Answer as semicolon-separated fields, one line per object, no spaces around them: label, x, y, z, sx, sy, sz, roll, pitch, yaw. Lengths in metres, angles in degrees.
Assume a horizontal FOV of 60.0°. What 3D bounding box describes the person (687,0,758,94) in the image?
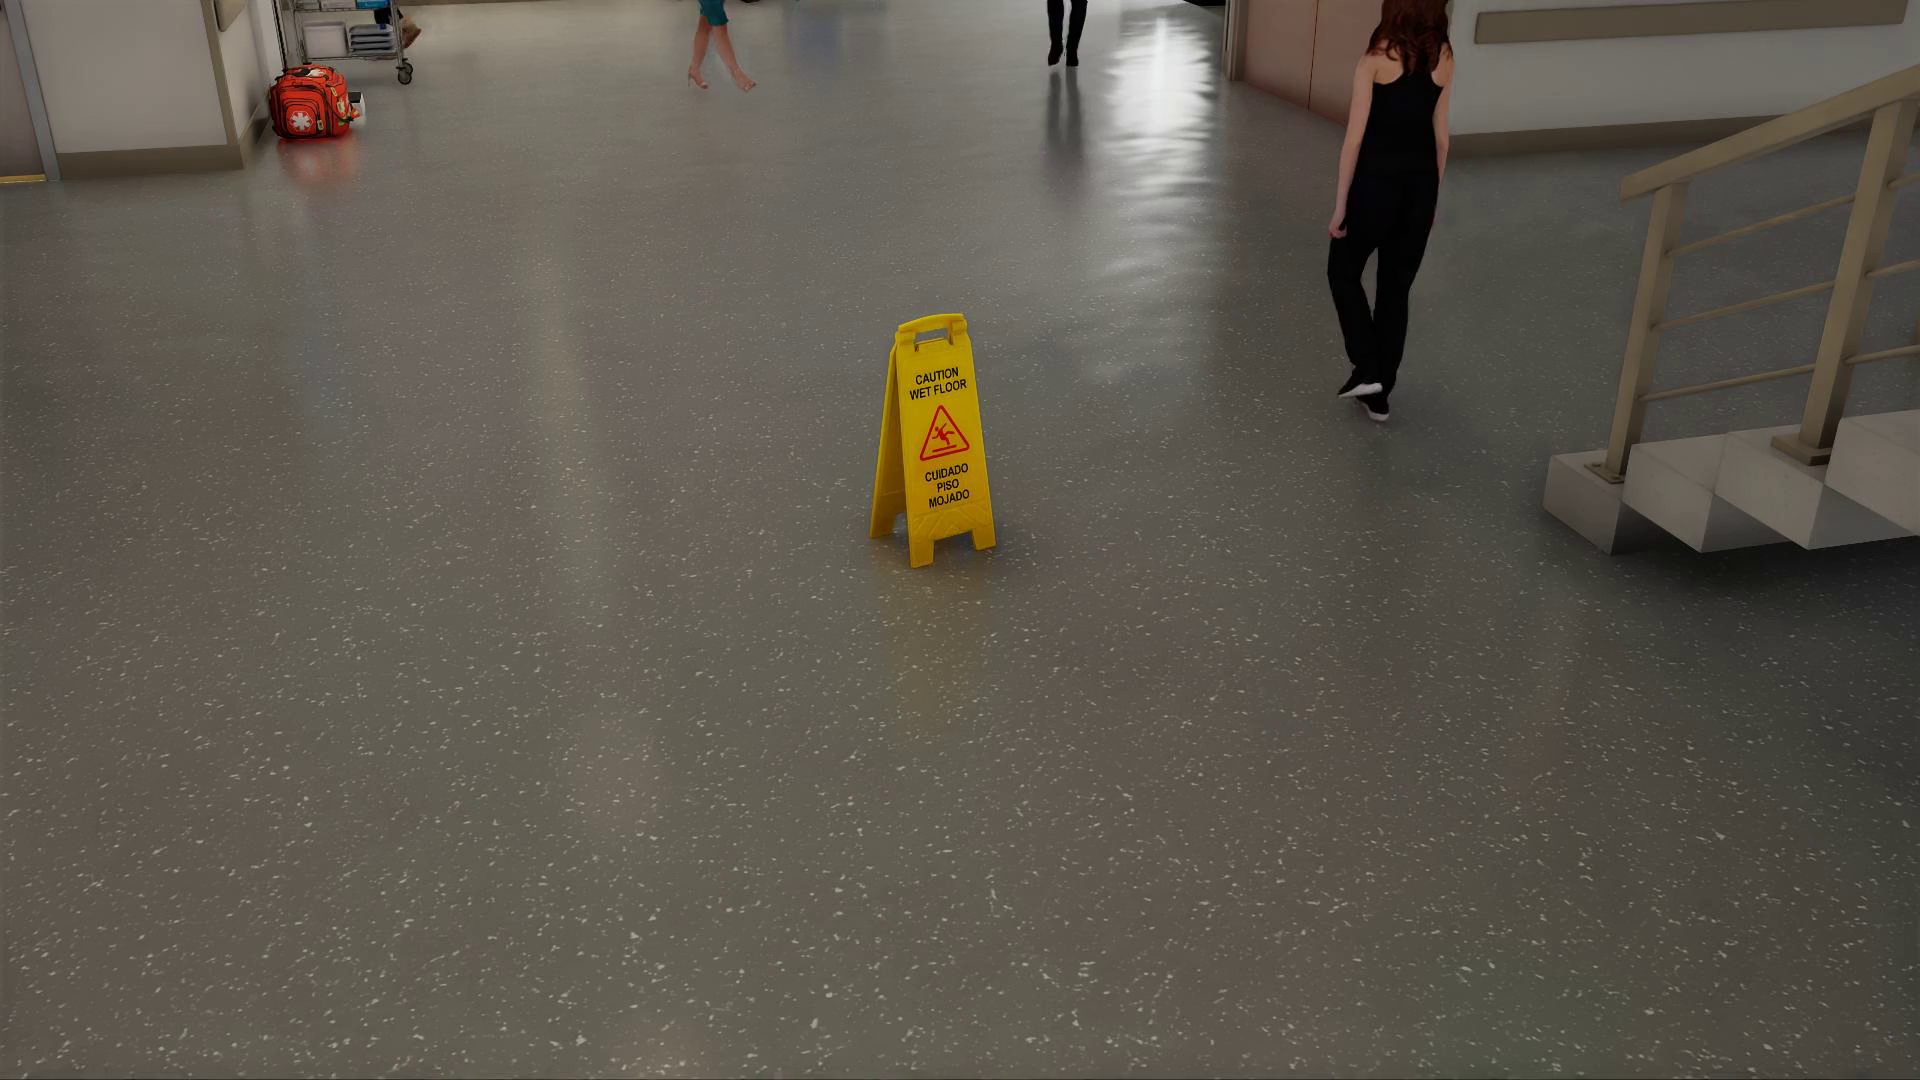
person;-1.892;-4.100;12.201;1.099;1.642;0.964;19;32;35

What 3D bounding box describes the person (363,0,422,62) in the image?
person;-4.720;-4.777;13.593;0.710;1.652;0.687;-3;26;-5

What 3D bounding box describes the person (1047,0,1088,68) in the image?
person;0.917;-4.785;13.385;0.713;1.848;0.767;1;26;3

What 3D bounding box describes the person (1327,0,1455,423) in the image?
person;1.637;-1.258;6.199;0.640;1.736;0.680;-4;26;-9
